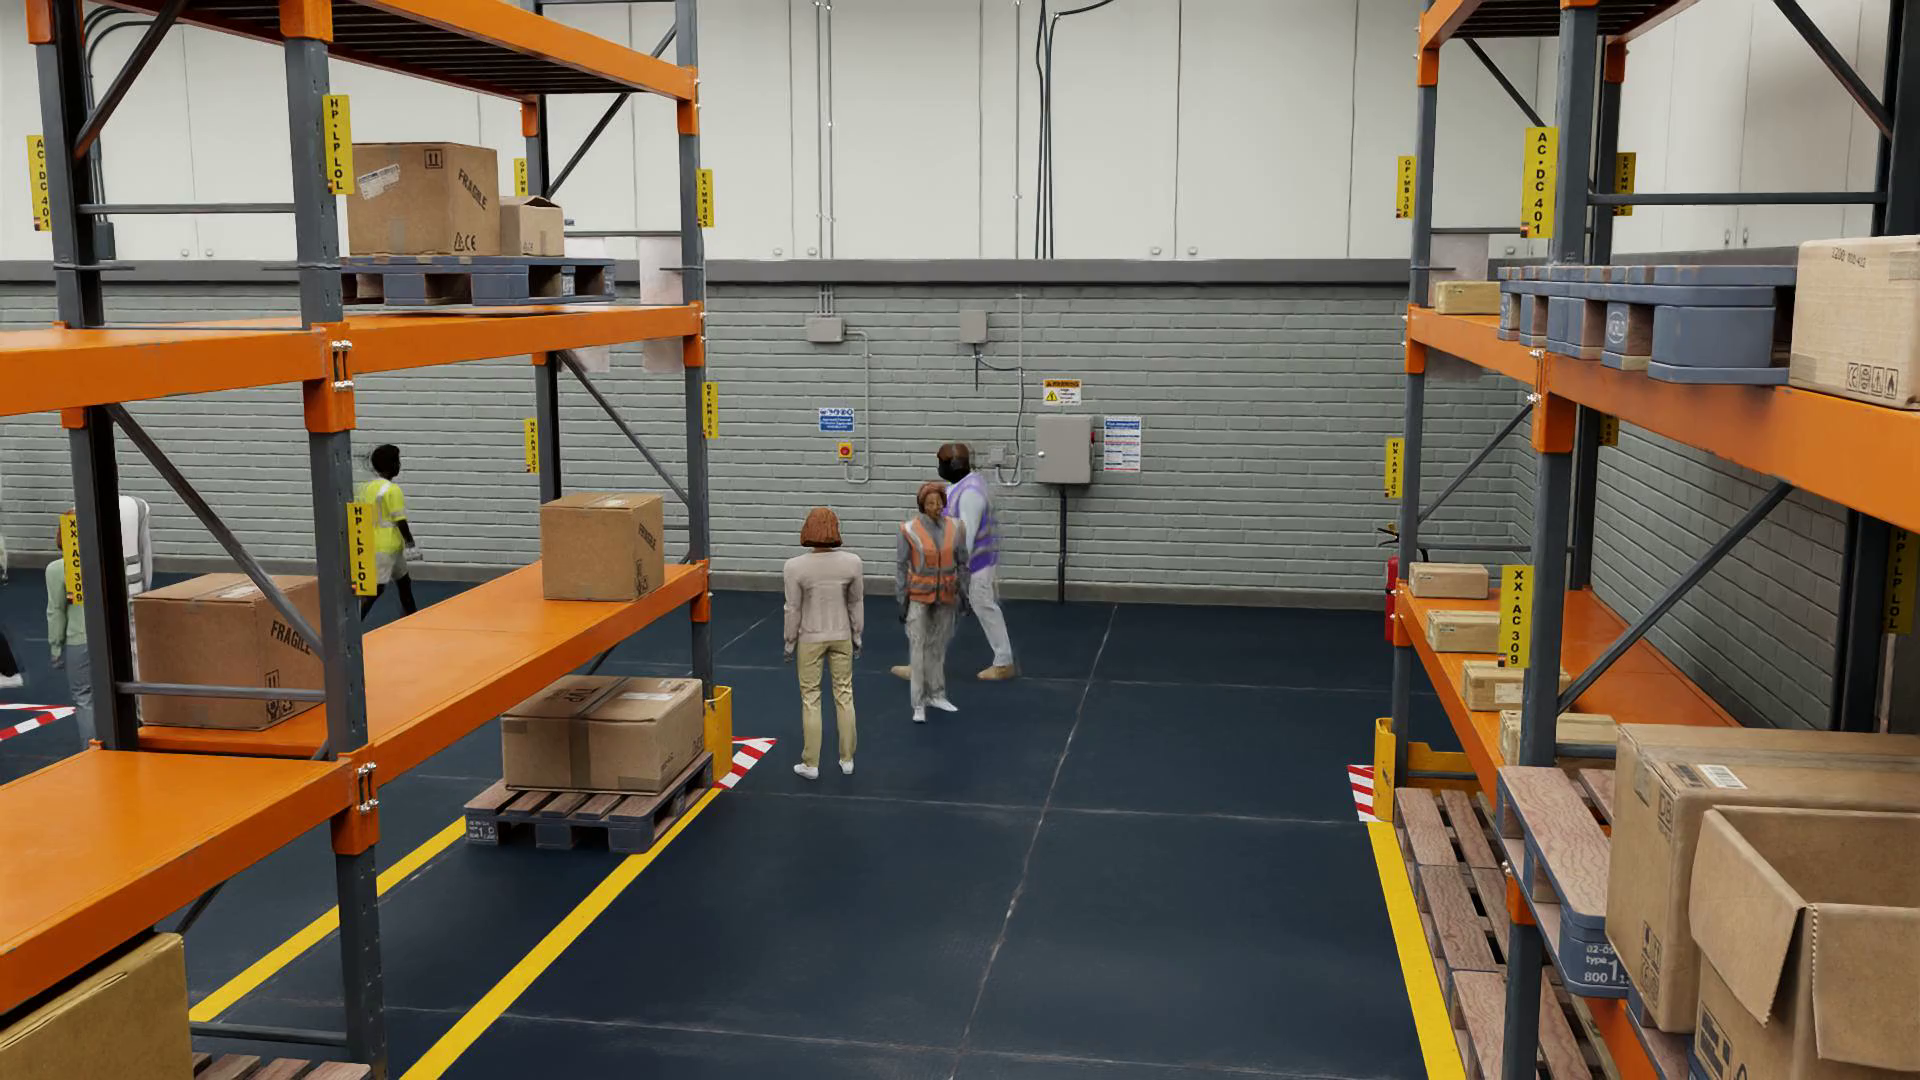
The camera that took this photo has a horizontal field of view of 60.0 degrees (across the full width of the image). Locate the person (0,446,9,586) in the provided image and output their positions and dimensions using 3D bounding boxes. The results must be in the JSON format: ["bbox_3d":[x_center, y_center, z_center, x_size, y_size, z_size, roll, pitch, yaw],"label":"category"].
[{"bbox_3d":[-9.435,-0.408,15.954,0.574,1.738,0.352,3,10,20],"label":"person"}]

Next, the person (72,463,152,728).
[{"bbox_3d":[-5.452,0.370,10.695,0.343,1.883,0.586,4,10,22],"label":"person"}]

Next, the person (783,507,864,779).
[{"bbox_3d":[-0.816,0.614,9.959,0.507,1.633,0.277,-4,10,-24],"label":"person"}]

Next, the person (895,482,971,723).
[{"bbox_3d":[-0.182,0.417,11.260,0.525,1.613,0.543,-5,10,-26],"label":"person"}]

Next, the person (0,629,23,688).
[{"bbox_3d":[-7.229,0.207,11.892,0.876,1.818,0.594,-3,10,-20],"label":"person"}]

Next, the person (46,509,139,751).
[{"bbox_3d":[-5.197,0.619,9.970,0.303,1.624,0.499,5,11,30],"label":"person"}]

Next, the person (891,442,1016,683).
[{"bbox_3d":[-0.004,0.181,12.186,0.952,1.786,0.649,-3,10,-15],"label":"person"}]
